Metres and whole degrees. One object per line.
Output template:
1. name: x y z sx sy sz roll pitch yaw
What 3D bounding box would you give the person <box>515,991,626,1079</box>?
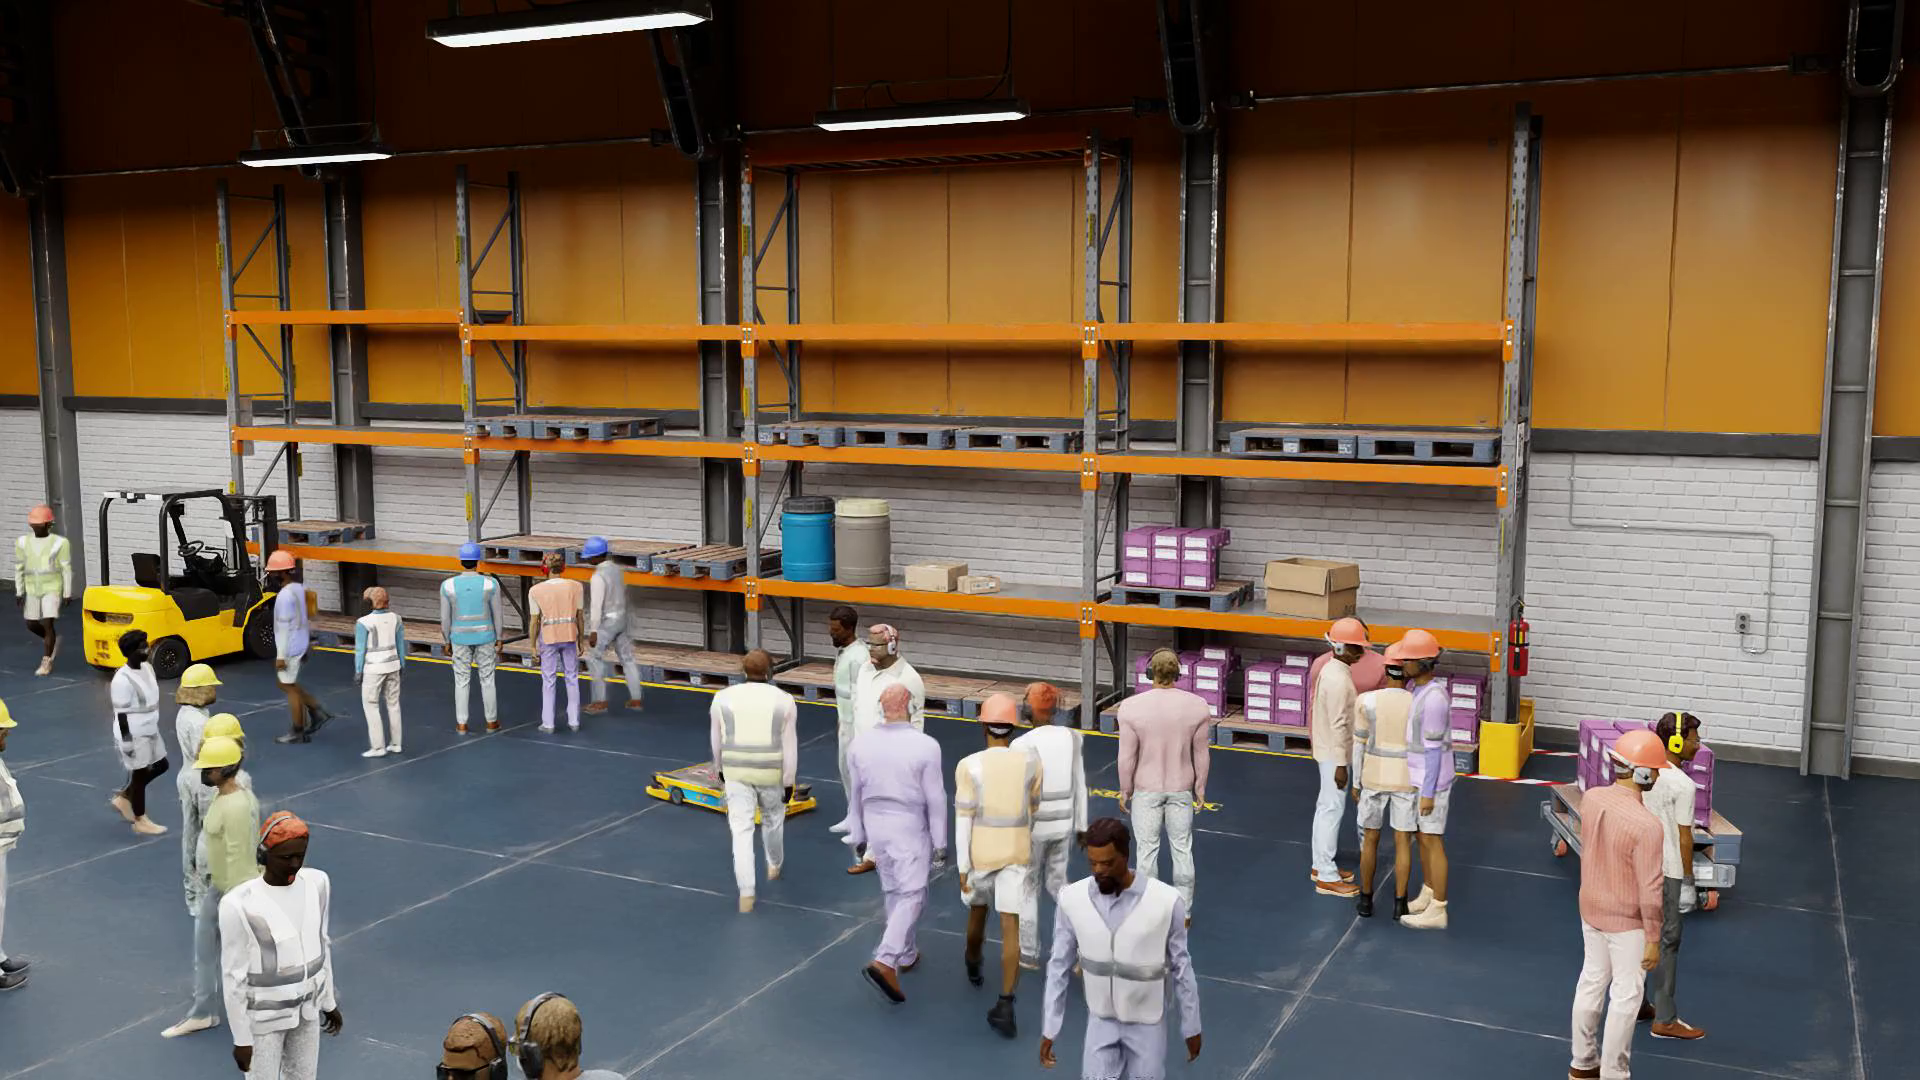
1. person: -1.267 2.388 5.310 0.384 1.927 0.641 3 8 24

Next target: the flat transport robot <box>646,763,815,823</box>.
1. flat transport robot: -1.968 2.131 14.194 1.431 0.197 0.652 6 9 40

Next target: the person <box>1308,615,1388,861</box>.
1. person: 2.942 1.514 12.517 0.636 1.932 0.376 2 7 13

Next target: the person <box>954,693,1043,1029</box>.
1. person: 0.225 1.859 9.903 0.545 1.863 1.070 -1 7 -7

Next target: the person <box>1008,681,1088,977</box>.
1. person: 0.583 1.813 10.352 0.597 1.859 0.747 -5 8 -33

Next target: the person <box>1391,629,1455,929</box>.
1. person: 3.124 1.614 11.296 0.436 2.033 0.605 1 7 4

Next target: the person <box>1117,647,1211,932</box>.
1. person: 1.354 1.676 11.129 0.630 1.940 0.372 -1 7 -6

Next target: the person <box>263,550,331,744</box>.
1. person: -6.554 1.056 16.304 0.465 1.925 0.542 -1 7 -12

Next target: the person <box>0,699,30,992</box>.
1. person: -5.937 1.852 10.172 0.403 1.819 0.600 -4 8 -29

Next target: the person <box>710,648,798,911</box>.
1. person: -1.462 1.658 11.912 0.623 1.781 0.987 0 7 -3

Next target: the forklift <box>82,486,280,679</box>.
1. forklift: -9.426 0.454 20.179 1.214 2.155 2.313 3 8 26

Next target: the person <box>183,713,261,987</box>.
1. person: -4.433 1.904 10.062 0.493 1.740 0.315 2 7 18

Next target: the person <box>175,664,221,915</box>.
1. person: -5.276 1.722 11.584 0.316 1.738 0.487 -5 8 -35

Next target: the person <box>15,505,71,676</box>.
1. person: -10.908 0.583 19.835 0.644 2.019 0.694 -1 7 -5

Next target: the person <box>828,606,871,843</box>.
1. person: -0.830 1.449 13.172 0.406 1.899 0.601 -2 7 -13

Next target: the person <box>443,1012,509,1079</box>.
1. person: -1.536 2.414 5.410 0.511 1.844 0.328 1 7 11

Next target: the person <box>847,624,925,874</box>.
1. person: -0.560 1.560 12.217 0.641 1.910 0.401 7 10 44

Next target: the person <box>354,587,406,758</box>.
1. person: -5.509 1.256 15.869 0.329 1.630 0.531 4 8 30

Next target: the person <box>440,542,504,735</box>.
1. person: -4.903 0.991 16.746 0.605 1.948 0.384 -2 7 -13

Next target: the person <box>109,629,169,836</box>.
1. person: -6.600 1.538 13.292 0.416 1.683 0.559 0 7 -1

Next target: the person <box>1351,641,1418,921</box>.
1. person: 2.971 1.650 11.419 0.551 1.923 0.391 2 7 14

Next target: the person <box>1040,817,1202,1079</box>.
1. person: 0.720 2.155 7.416 0.668 1.876 0.907 3 8 24

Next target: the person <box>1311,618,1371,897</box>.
1. person: 2.736 1.545 11.990 0.393 1.990 0.616 1 7 8

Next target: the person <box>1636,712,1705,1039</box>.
1. person: 4.053 1.905 9.548 0.335 1.865 0.519 -1 7 -11

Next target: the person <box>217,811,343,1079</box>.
1. person: -3.040 2.143 7.483 0.357 1.886 0.573 4 8 27

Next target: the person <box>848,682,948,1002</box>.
1. person: -0.429 1.828 10.208 0.673 1.868 0.826 4 8 30

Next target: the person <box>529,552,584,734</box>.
1. person: -4.059 1.045 16.778 0.560 1.836 0.394 -4 8 -30

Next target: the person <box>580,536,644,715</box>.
1. person: -3.731 0.902 17.644 0.703 1.898 0.711 1 7 12

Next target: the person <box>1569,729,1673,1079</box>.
1. person: 3.453 1.957 8.654 0.409 1.981 0.623 -2 7 -15
